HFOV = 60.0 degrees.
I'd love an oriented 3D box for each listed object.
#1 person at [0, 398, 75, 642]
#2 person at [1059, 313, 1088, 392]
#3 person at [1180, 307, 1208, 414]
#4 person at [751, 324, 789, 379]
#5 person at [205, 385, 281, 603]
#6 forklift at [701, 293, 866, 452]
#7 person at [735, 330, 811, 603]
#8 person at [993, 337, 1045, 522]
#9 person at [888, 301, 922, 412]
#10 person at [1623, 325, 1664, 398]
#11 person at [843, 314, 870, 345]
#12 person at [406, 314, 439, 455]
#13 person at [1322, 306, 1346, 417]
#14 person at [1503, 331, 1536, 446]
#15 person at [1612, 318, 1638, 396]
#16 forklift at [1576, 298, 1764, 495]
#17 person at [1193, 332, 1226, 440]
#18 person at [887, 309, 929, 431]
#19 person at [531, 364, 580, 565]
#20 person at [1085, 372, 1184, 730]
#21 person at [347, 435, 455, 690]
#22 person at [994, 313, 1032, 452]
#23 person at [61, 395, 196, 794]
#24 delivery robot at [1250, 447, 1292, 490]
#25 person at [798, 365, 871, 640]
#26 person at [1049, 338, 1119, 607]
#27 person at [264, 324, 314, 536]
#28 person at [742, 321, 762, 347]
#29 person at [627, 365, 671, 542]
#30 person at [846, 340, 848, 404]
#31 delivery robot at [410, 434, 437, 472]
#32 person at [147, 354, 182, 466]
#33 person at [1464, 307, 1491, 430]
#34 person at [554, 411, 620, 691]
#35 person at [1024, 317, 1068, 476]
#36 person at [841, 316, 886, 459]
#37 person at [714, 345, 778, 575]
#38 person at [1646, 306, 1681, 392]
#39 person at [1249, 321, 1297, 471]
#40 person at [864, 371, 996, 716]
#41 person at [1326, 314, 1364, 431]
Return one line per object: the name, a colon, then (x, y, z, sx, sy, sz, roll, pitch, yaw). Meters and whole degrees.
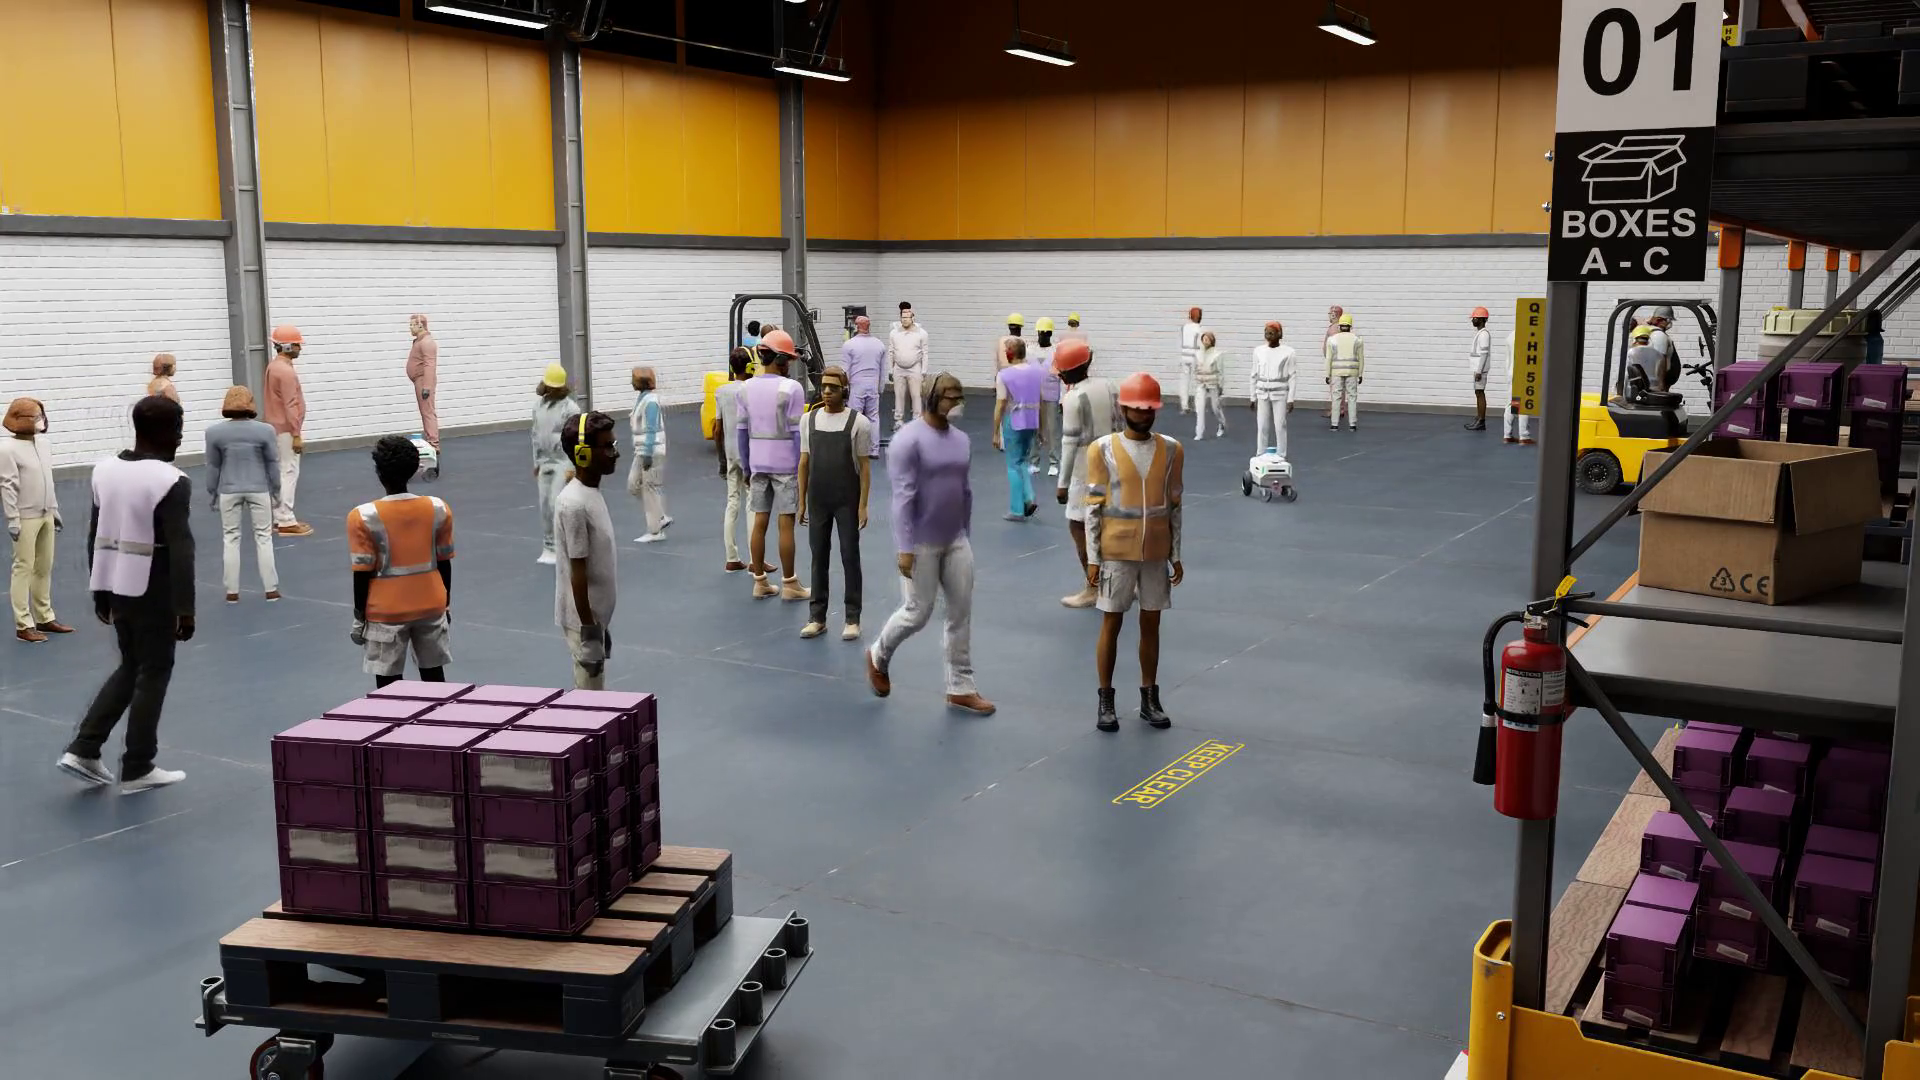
person: (-6.222, -0.141, 11.167, 0.277, 1.632, 0.507, 1, 9, 5)
person: (1.992, -3.090, 29.183, 0.536, 1.762, 0.345, 3, 10, 19)
person: (4.106, -3.133, 29.137, 0.598, 1.866, 0.619, 9, 13, 43)
person: (-2.306, -1.702, 20.266, 0.633, 1.842, 0.429, 7, 11, 37)
person: (-5.342, -0.339, 12.417, 0.517, 1.627, 0.278, -3, 9, -15)
forklift: (-2.458, -2.344, 23.176, 2.313, 2.155, 1.214, 0, 9, -2)
person: (-1.374, -0.547, 12.463, 0.605, 2.033, 0.400, 5, 11, 30)
person: (0.578, -1.090, 16.479, 0.605, 1.828, 0.453, -8, 12, -39)
person: (-0.976, -3.252, 29.551, 0.606, 1.966, 0.367, 1, 9, 4)
person: (8.707, -1.850, 21.352, 0.609, 1.793, 0.622, -1, 9, -5)
person: (-1.582, -2.692, 26.451, 0.429, 1.839, 0.633, -7, 11, -37)
person: (-7.286, -2.098, 22.540, 0.405, 1.904, 0.652, -4, 10, -23)
person: (6.403, -3.043, 28.431, 0.402, 1.906, 0.652, 6, 11, 31)
person: (8.087, -2.320, 23.864, 0.384, 1.932, 0.629, -5, 10, -28)
person: (10.106, -2.457, 25.131, 0.618, 1.796, 0.967, -1, 9, -9)
forklift: (7.954, -1.589, 18.462, 2.313, 2.155, 1.214, 5, 11, 30)
person: (3.732, -2.292, 24.698, 0.514, 1.610, 0.772, 6, 11, 35)
person: (-0.820, -2.637, 25.900, 0.651, 1.907, 0.409, 2, 9, 12)
person: (-3.412, -0.632, 14.021, 0.507, 1.704, 0.377, 5, 10, 28)
person: (0.948, 0.064, 8.949, 0.551, 1.934, 0.362, -2, 9, -11)
person: (-2.648, 0.349, 7.917, 0.317, 1.696, 0.539, 8, 12, 43)
person: (0.758, -2.146, 22.809, 0.604, 1.921, 0.417, 7, 11, 36)
person: (-3.897, 0.265, 7.844, 0.635, 1.885, 0.569, 5, 10, 29)
delivery robot: (3.387, -0.766, 18.133, 0.477, 0.478, 0.707, 0, 9, 0)
person: (-0.849, -0.248, 11.176, 0.507, 1.847, 0.345, 2, 9, 13)
person: (0.990, -0.496, 12.300, 0.458, 1.992, 0.796, 7, 11, 37)
person: (-6.304, -1.030, 15.635, 0.410, 1.985, 0.619, -6, 11, -34)
person: (-3.430, -2.880, 28.192, 0.540, 1.652, 0.841, 9, 13, 44)
person: (-2.867, -0.779, 15.192, 0.359, 1.628, 0.515, -4, 10, -23)
person: (-1.612, -2.571, 25.919, 0.314, 1.769, 0.524, -5, 10, -28)
delivery robot: (-6.421, -1.017, 19.700, 0.477, 0.478, 0.707, -4, 10, -24)
person: (-8.188, -1.102, 17.224, 0.539, 1.619, 0.494, 9, 13, 44)
person: (8.147, -2.691, 26.137, 0.359, 1.939, 0.542, 2, 9, 13)
person: (-1.582, 0.376, 7.203, 0.328, 1.873, 0.519, -2, 9, -10)
person: (1.027, -1.745, 20.257, 0.588, 1.930, 0.364, 4, 10, 24)
person: (-1.288, -1.996, 21.940, 0.647, 1.900, 0.402, -6, 11, -33)
person: (-1.764, -0.652, 13.617, 0.518, 1.874, 0.329, 5, 10, 29)
person: (9.605, -2.215, 22.846, 0.535, 2.000, 0.687, 1, 9, 5)
person: (3.817, -1.736, 20.339, 0.584, 1.883, 0.337, 6, 11, 34)
person: (-0.171, 0.013, 9.306, 0.768, 1.920, 0.659, 8, 12, 42)
person: (5.983, -2.599, 25.888, 0.586, 1.835, 0.403, 1, 9, 9)
